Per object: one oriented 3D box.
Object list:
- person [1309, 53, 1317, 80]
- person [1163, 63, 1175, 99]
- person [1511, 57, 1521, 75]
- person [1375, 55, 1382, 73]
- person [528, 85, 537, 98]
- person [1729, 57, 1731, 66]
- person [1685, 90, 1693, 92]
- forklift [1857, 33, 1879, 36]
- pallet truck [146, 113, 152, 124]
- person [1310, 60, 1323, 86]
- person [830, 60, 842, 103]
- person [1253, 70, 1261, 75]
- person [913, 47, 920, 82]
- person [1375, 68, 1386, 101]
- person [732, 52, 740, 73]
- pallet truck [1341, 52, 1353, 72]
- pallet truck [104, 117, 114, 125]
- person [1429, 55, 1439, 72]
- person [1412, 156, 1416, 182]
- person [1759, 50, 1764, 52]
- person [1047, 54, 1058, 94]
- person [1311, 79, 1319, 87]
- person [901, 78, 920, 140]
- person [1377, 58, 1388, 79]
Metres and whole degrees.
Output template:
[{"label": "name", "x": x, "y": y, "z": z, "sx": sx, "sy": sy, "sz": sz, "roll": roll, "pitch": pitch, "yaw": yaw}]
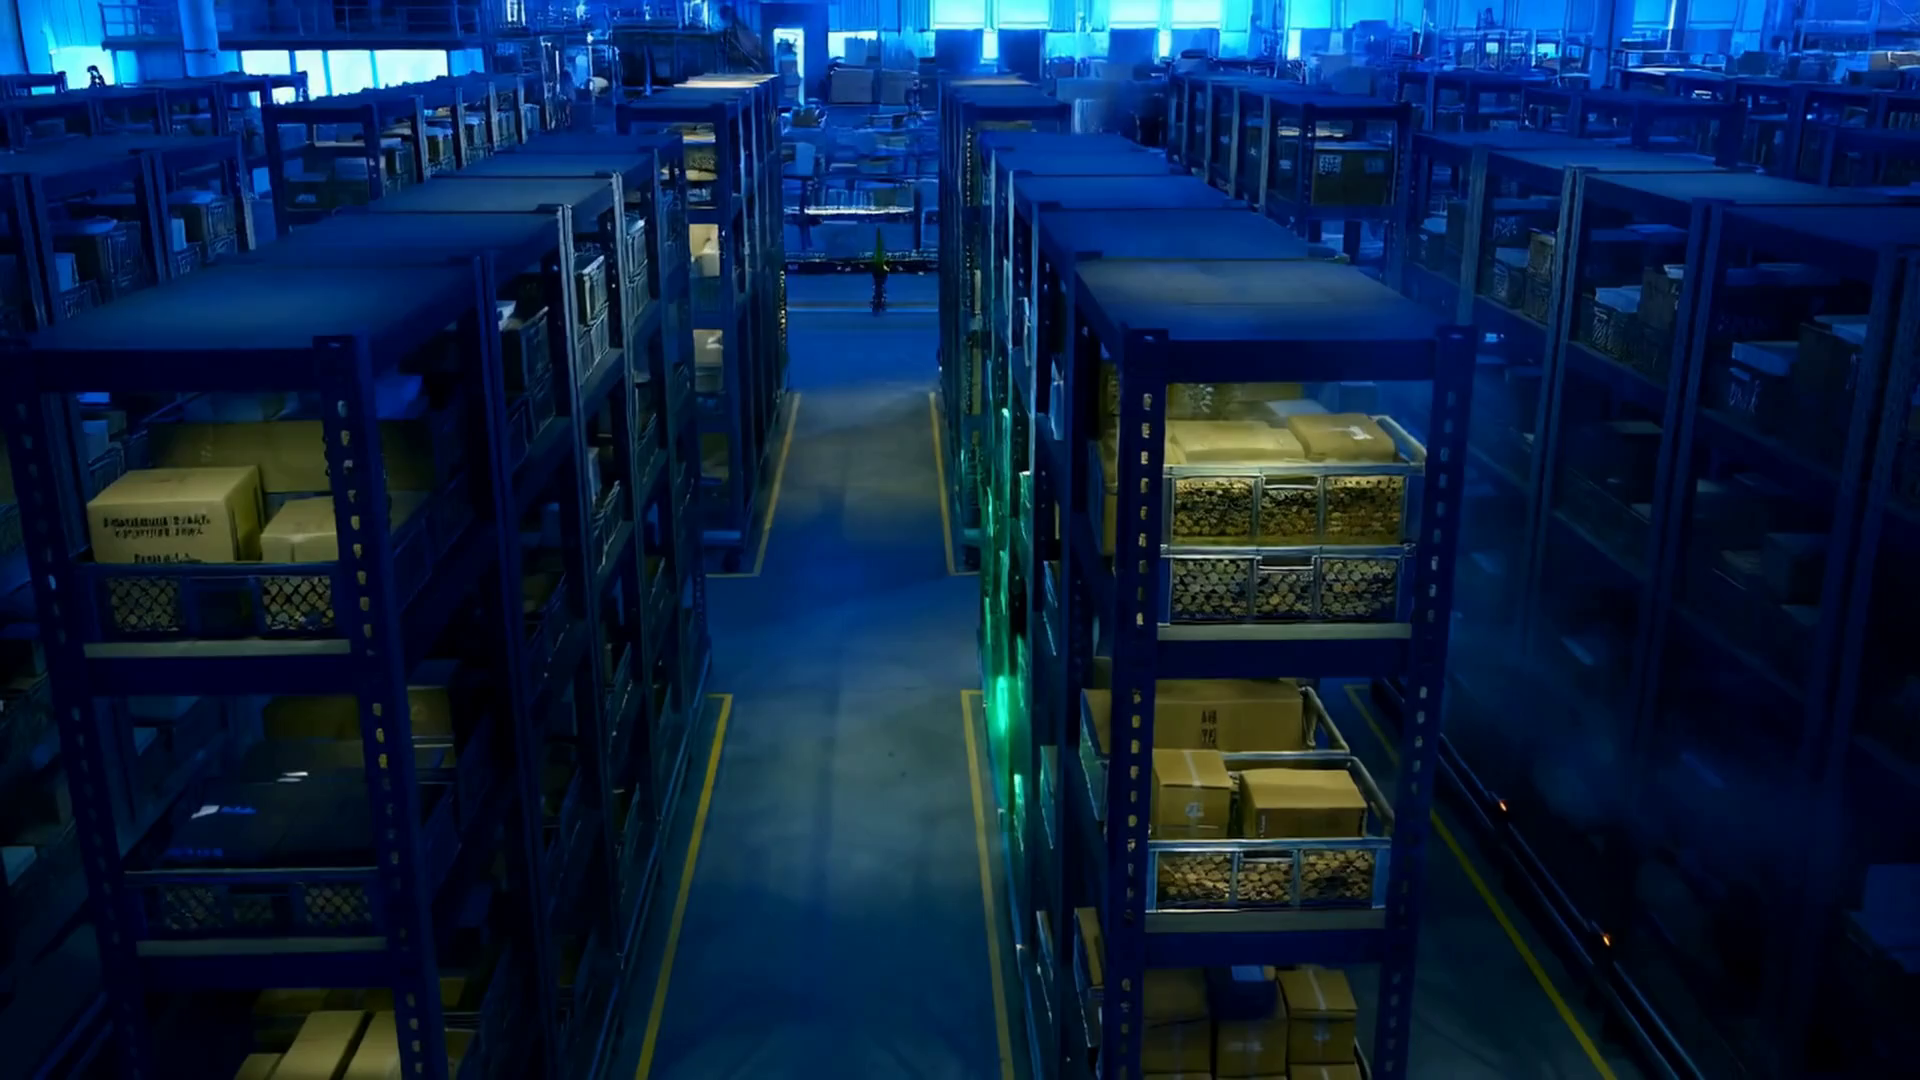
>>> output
[{"label": "person", "x": 18.806, "y": -24.975, "z": 88.395, "sx": 0.483, "sy": 1.729, "sz": 0.559, "roll": -3, "pitch": 18, "yaw": -9}, {"label": "person", "x": 8.294, "y": -17.722, "z": 65.448, "sx": 0.687, "sy": 2.000, "sz": 0.535, "roll": -3, "pitch": 18, "yaw": -8}, {"label": "person", "x": 25.222, "y": -20.918, "z": 75.525, "sx": 0.386, "sy": 1.922, "sz": 0.594, "roll": 13, "pitch": 22, "yaw": 34}, {"label": "person", "x": 20.828, "y": -23.313, "z": 83.144, "sx": 0.962, "sy": 1.788, "sz": 0.658, "roll": 8, "pitch": 20, "yaw": 24}, {"label": "person", "x": -15.771, "y": -16.218, "z": 61.068, "sx": 0.602, "sy": 1.865, "sz": 0.615, "roll": -1, "pitch": 18, "yaw": -2}, {"label": "person", "x": 37.443, "y": -22.721, "z": 81.232, "sx": 0.507, "sy": 1.847, "sz": 0.351, "roll": 7, "pitch": 19, "yaw": 20}, {"label": "person", "x": 26.672, "y": -16.060, "z": 60.479, "sx": 0.606, "sy": 1.936, "sz": 0.882, "roll": 9, "pitch": 20, "yaw": 26}, {"label": "forklift", "x": 46.104, "y": -24.422, "z": 84.837, "sx": 1.129, "sy": 2.768, "sz": 1.873, "roll": 3, "pitch": 18, "yaw": 10}, {"label": "pallet truck", "x": -18.087, "y": -8.309, "z": 36.390, "sx": 1.885, "sy": 1.965, "sz": 0.823, "roll": -1, "pitch": 18, "yaw": -4}, {"label": "person", "x": 15.986, "y": -20.643, "z": 74.810, "sx": 0.529, "sy": 1.834, "sz": 0.801, "roll": -15, "pitch": 23, "yaw": -38}, {"label": "person", "x": -5.452, "y": -20.047, "z": 72.838, "sx": 0.546, "sy": 1.922, "sz": 0.570, "roll": -12, "pitch": 21, "yaw": -32}, {"label": "person", "x": 10.562, "y": -15.767, "z": 59.473, "sx": 0.381, "sy": 1.994, "sz": 0.614, "roll": -12, "pitch": 21, "yaw": -32}, {"label": "person", "x": -2.478, "y": -26.639, "z": 93.230, "sx": 0.741, "sy": 1.920, "sz": 0.608, "roll": 2, "pitch": 18, "yaw": 7}, {"label": "person", "x": 16.348, "y": -17.322, "z": 64.467, "sx": 1.009, "sy": 1.899, "sz": 0.555, "roll": 16, "pitch": 24, "yaw": 40}, {"label": "person", "x": -11.817, "y": -24.807, "z": 87.735, "sx": 0.654, "sy": 1.810, "sz": 0.769, "roll": -17, "pitch": 24, "yaw": -41}, {"label": "pallet truck", "x": 18.794, "y": -23.123, "z": 82.231, "sx": 0.823, "sy": 1.965, "sz": 1.885, "roll": -13, "pitch": 22, "yaw": -35}, {"label": "pallet truck", "x": -18.367, "y": -7.885, "z": 35.078, "sx": 1.885, "sy": 1.965, "sz": 0.823, "roll": 1, "pitch": 18, "yaw": 2}, {"label": "person", "x": 22.728, "y": -22.225, "z": 79.587, "sx": 0.899, "sy": 1.905, "sz": 0.650, "roll": -9, "pitch": 20, "yaw": -27}, {"label": "person", "x": 10.846, "y": -9.180, "z": 39.532, "sx": 0.535, "sy": 1.720, "sz": 0.893, "roll": 2, "pitch": 18, "yaw": 8}, {"label": "person", "x": 41.784, "y": -24.614, "z": 86.938, "sx": 0.543, "sy": 1.939, "sz": 0.361, "roll": -9, "pitch": 20, "yaw": -26}, {"label": "person", "x": 4.415, "y": -22.412, "z": 80.125, "sx": 0.365, "sy": 1.939, "sz": 0.636, "roll": -16, "pitch": 24, "yaw": -41}, {"label": "person", "x": 12.351, "y": -15.204, "z": 58.098, "sx": 0.314, "sy": 1.769, "sz": 0.523, "roll": 11, "pitch": 21, "yaw": 30}, {"label": "person", "x": -1.564, "y": -13.937, "z": 53.804, "sx": 1.017, "sy": 2.007, "sz": 0.620, "roll": 12, "pitch": 22, "yaw": 34}, {"label": "person", "x": 20.763, "y": -22.822, "z": 81.797, "sx": 0.533, "sy": 1.690, "sz": 0.322, "roll": -1, "pitch": 18, "yaw": -4}]
